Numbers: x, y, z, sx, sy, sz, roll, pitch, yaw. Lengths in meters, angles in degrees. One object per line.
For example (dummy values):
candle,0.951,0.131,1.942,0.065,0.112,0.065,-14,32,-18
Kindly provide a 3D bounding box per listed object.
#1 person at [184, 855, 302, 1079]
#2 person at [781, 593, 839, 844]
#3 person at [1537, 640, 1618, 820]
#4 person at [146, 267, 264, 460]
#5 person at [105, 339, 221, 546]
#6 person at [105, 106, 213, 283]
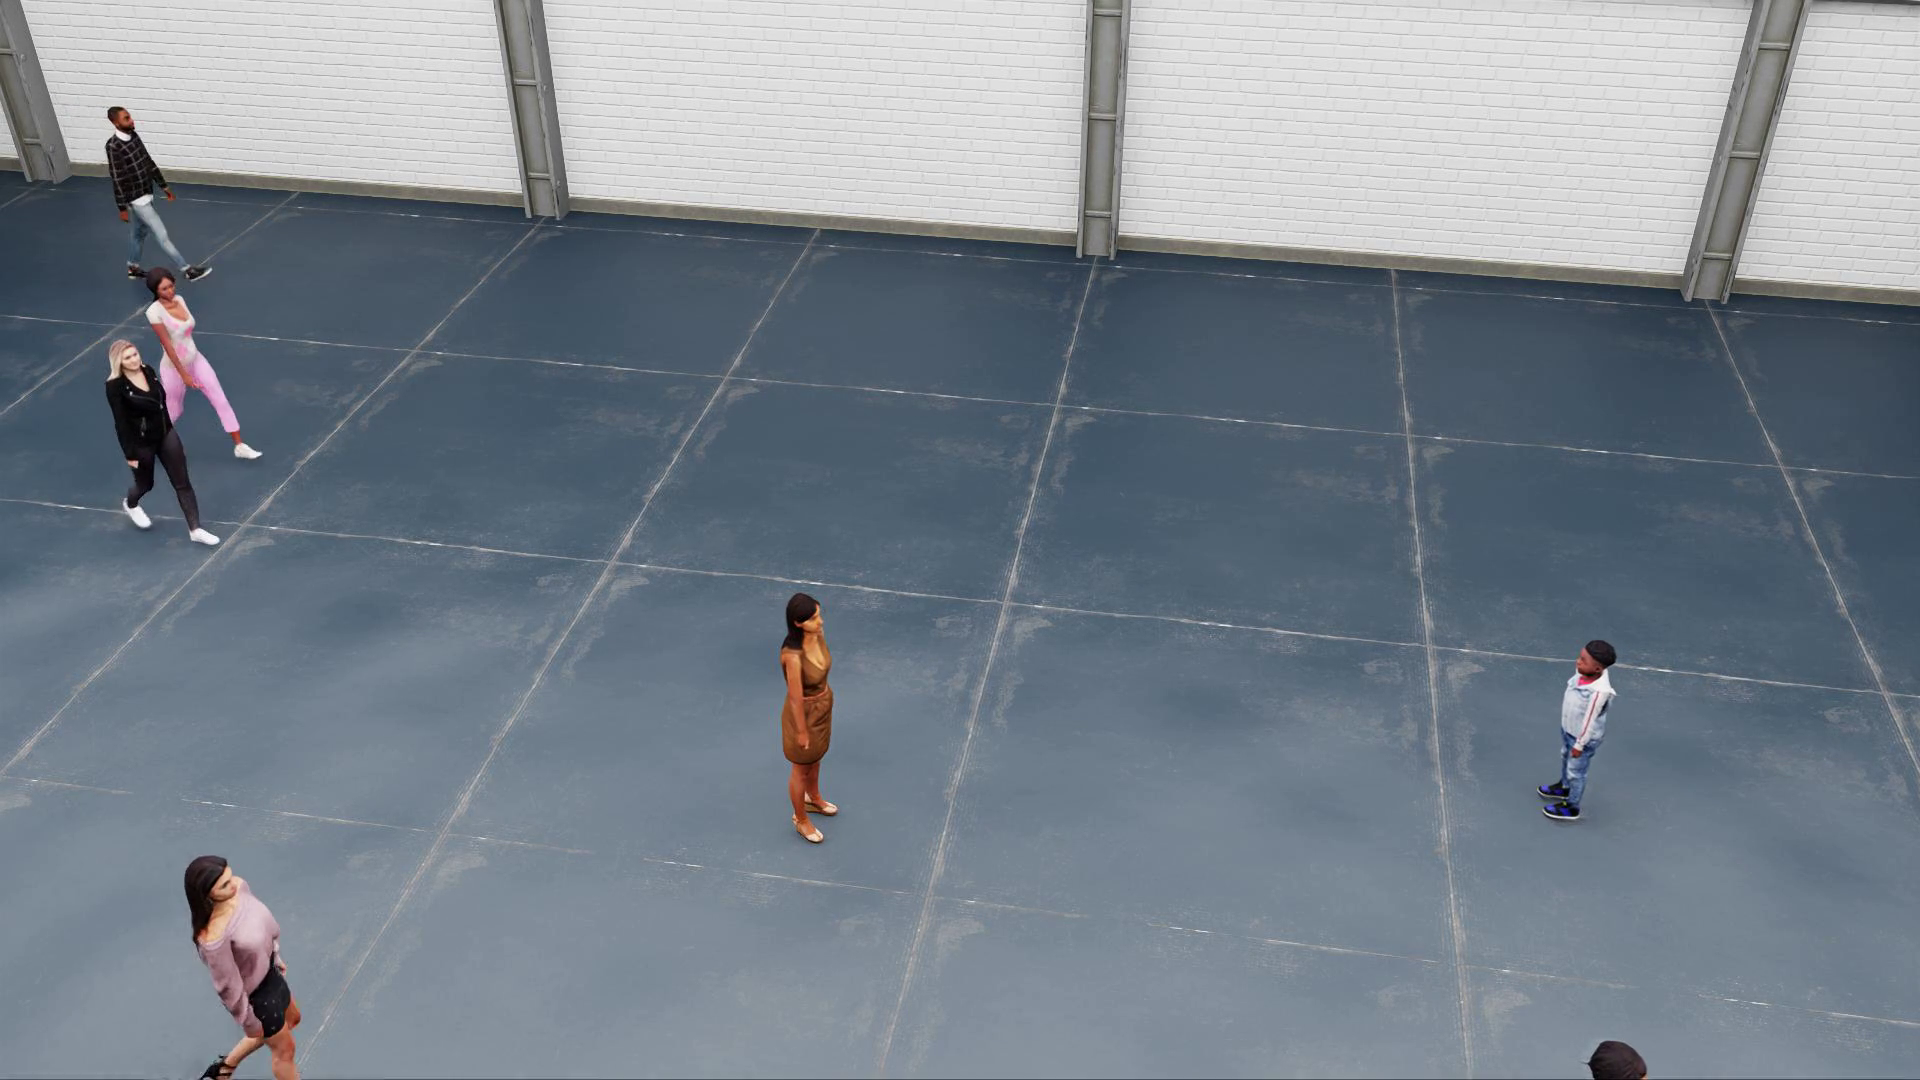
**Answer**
person,-3.422,2.157,7.898,0.913,1.798,0.759,-3,34,-4
person,-0.889,1.018,9.709,0.549,1.690,0.592,11,35,16
person,3.732,1.119,9.947,0.510,1.258,0.492,1,34,1
person,-6.285,-1.359,13.278,1.183,1.699,0.665,10,35,14
person,-6.083,-0.726,12.365,1.189,1.655,0.837,16,37,22
person,-8.064,-3.317,16.155,1.190,1.774,0.795,2,34,3
